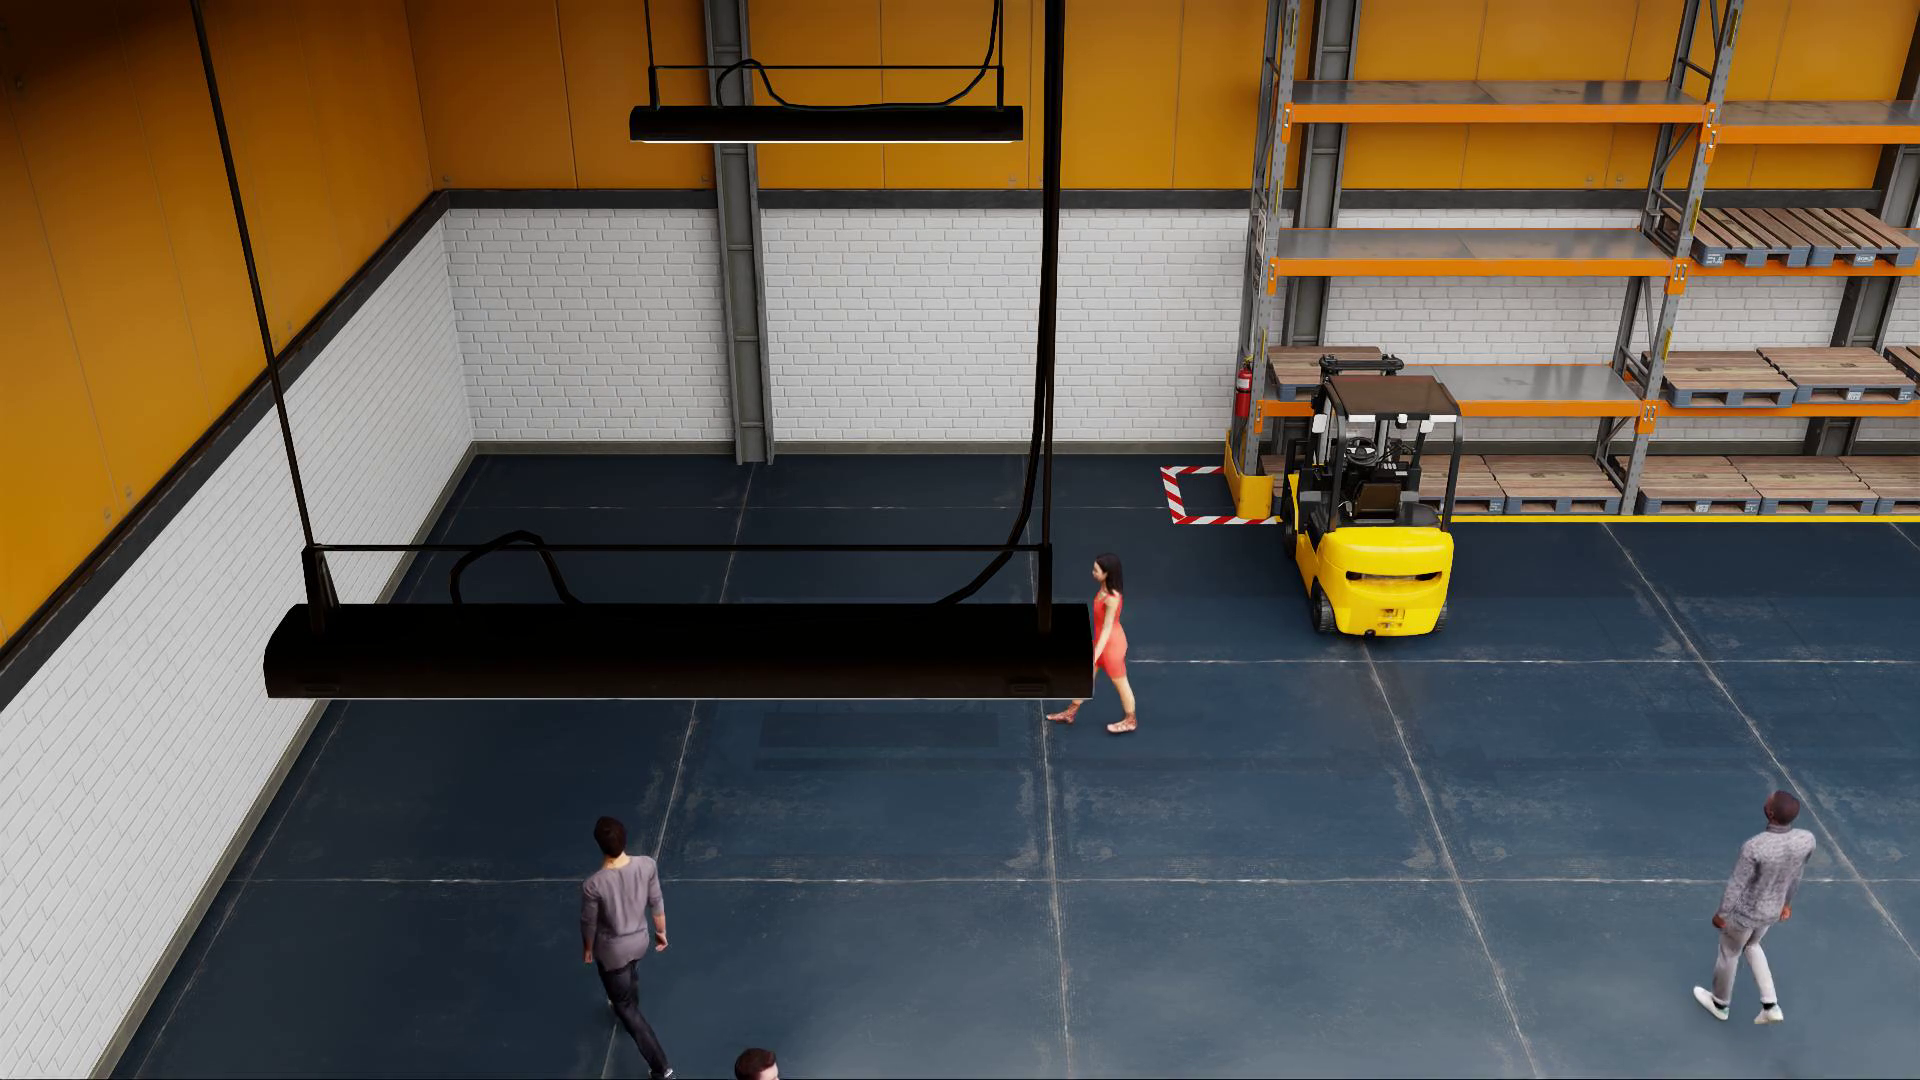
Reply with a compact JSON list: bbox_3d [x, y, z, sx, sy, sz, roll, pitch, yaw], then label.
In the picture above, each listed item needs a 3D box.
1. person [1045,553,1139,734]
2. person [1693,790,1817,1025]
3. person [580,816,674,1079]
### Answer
[{"bbox_3d":[1.317,0.881,13.615,1.033,1.688,0.696,-5,29,-9],"label":"person"},{"bbox_3d":[5.144,2.420,10.651,0.893,1.823,0.907,-10,30,-18],"label":"person"},{"bbox_3d":[-2.064,2.568,10.385,1.168,1.818,1.205,-24,37,-37],"label":"person"}]
